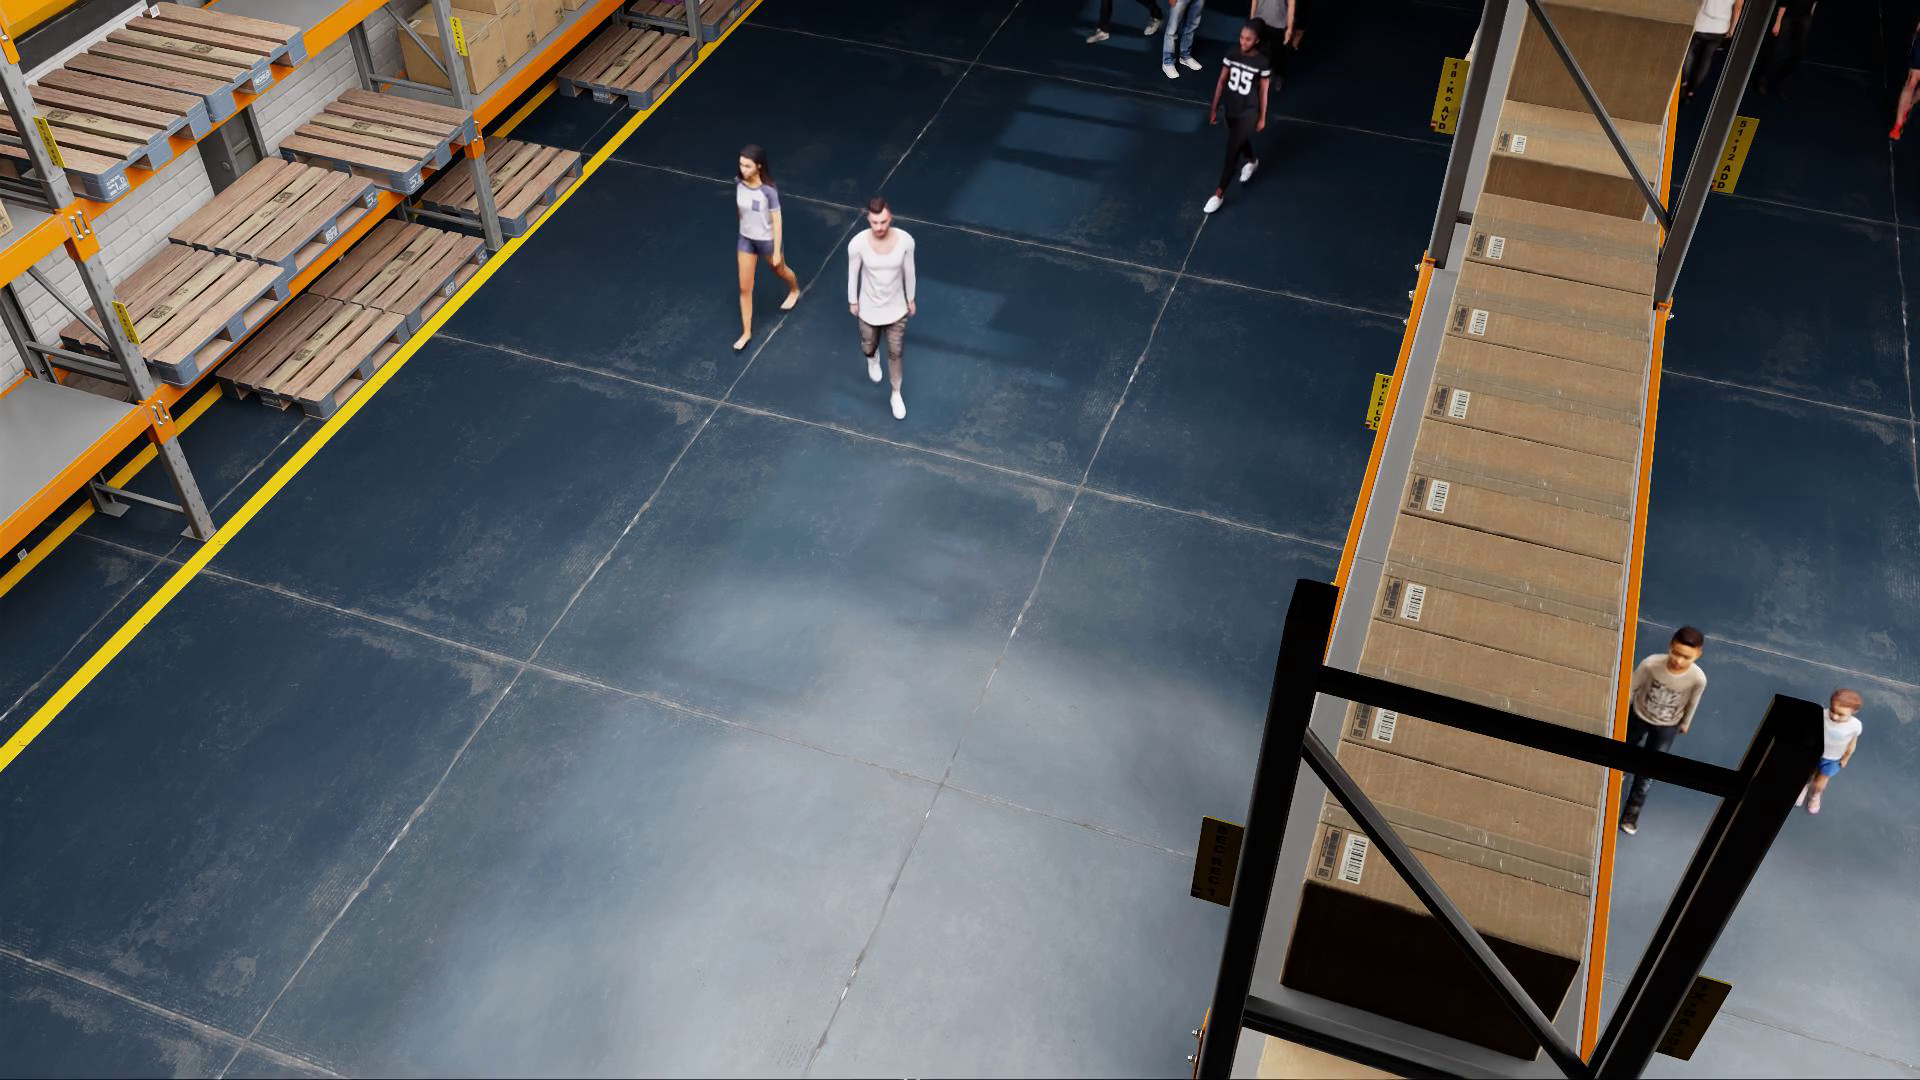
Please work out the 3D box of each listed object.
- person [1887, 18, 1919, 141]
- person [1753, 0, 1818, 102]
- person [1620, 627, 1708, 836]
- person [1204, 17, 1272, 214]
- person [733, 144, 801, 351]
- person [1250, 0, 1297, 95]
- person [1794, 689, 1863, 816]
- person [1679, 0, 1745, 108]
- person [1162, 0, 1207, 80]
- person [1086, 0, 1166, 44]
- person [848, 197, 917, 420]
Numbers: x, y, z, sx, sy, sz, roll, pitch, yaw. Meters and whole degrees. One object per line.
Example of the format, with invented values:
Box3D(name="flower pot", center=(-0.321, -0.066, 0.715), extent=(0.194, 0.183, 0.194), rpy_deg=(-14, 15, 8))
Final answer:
Box3D(name="person", center=(9.282, -4.734, 15.815), extent=(0.820, 1.799, 1.035), rpy_deg=(31, 52, 28))
Box3D(name="person", center=(8.185, -5.189, 16.419), extent=(0.716, 1.626, 0.758), rpy_deg=(-4, 44, -4))
Box3D(name="person", center=(4.208, 1.012, 10.049), extent=(0.668, 1.434, 0.975), rpy_deg=(20, 47, 20))
Box3D(name="person", center=(2.572, -3.874, 14.995), extent=(0.897, 1.686, 1.259), rpy_deg=(29, 51, 27))
Box3D(name="person", center=(-1.560, -2.455, 13.503), extent=(0.693, 1.689, 1.157), rpy_deg=(20, 47, 20))
Box3D(name="person", center=(3.066, -5.066, 16.210), extent=(0.612, 1.736, 1.109), rpy_deg=(14, 45, 14))
Box3D(name="person", center=(5.277, 1.242, 10.119), extent=(0.462, 1.004, 0.484), rpy_deg=(25, 49, 24))
Box3D(name="person", center=(7.268, -4.993, 16.151), extent=(0.645, 1.712, 0.632), rpy_deg=(16, 46, 16))
Box3D(name="person", center=(2.295, -5.565, 16.689), extent=(0.714, 1.798, 0.796), rpy_deg=(-23, 48, -22))
Box3D(name="person", center=(1.830, -5.980, 17.180), extent=(1.207, 1.722, 1.017), rpy_deg=(-27, 50, -26))
Box3D(name="person", center=(-0.610, -1.855, 12.773), extent=(0.949, 1.828, 1.091), rpy_deg=(-6, 44, -6))
